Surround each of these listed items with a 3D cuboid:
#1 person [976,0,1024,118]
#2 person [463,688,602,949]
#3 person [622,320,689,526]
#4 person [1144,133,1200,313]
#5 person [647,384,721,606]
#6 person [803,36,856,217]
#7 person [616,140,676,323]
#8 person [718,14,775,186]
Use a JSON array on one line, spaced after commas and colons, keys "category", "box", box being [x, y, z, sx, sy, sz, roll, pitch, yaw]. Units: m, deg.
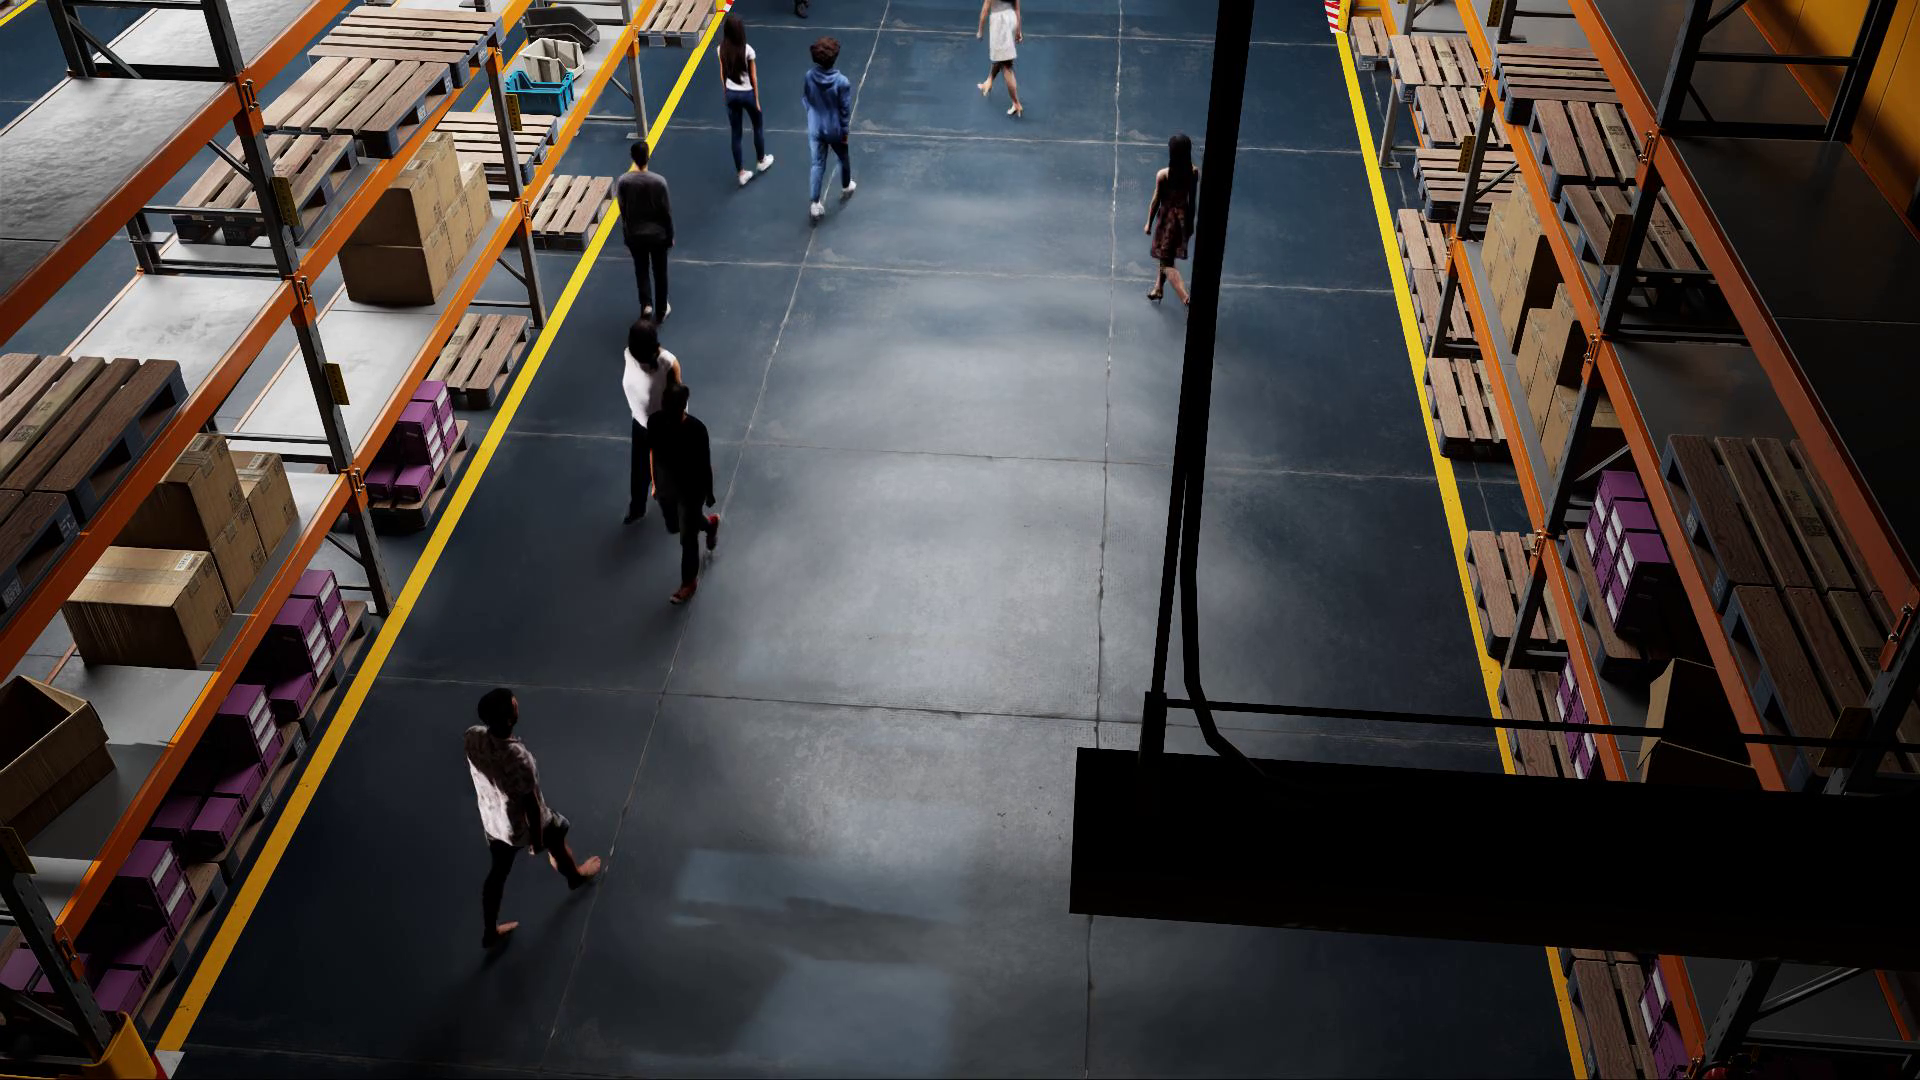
[{"category": "person", "box": [0.525, -5.508, 18.335, 1.064, 1.731, 1.148, -26, 46, -29]}, {"category": "person", "box": [-2.585, 1.595, 9.402, 1.004, 1.779, 1.235, 20, 43, 24]}, {"category": "person", "box": [-2.259, -0.966, 12.711, 0.906, 1.652, 1.175, 16, 41, 19]}, {"category": "person", "box": [1.933, -2.736, 14.852, 1.013, 1.747, 1.181, -19, 42, -22]}, {"category": "person", "box": [-1.965, -0.416, 11.949, 0.866, 1.743, 1.108, 16, 41, 19]}, {"category": "person", "box": [-1.346, -4.064, 16.483, 0.803, 1.785, 1.178, 9, 39, 11]}, {"category": "person", "box": [-2.785, -2.675, 14.772, 0.666, 1.750, 0.763, -1, 39, -2]}, {"category": "person", "box": [-2.272, -4.463, 17.004, 0.728, 1.759, 0.893, 12, 40, 15]}]
